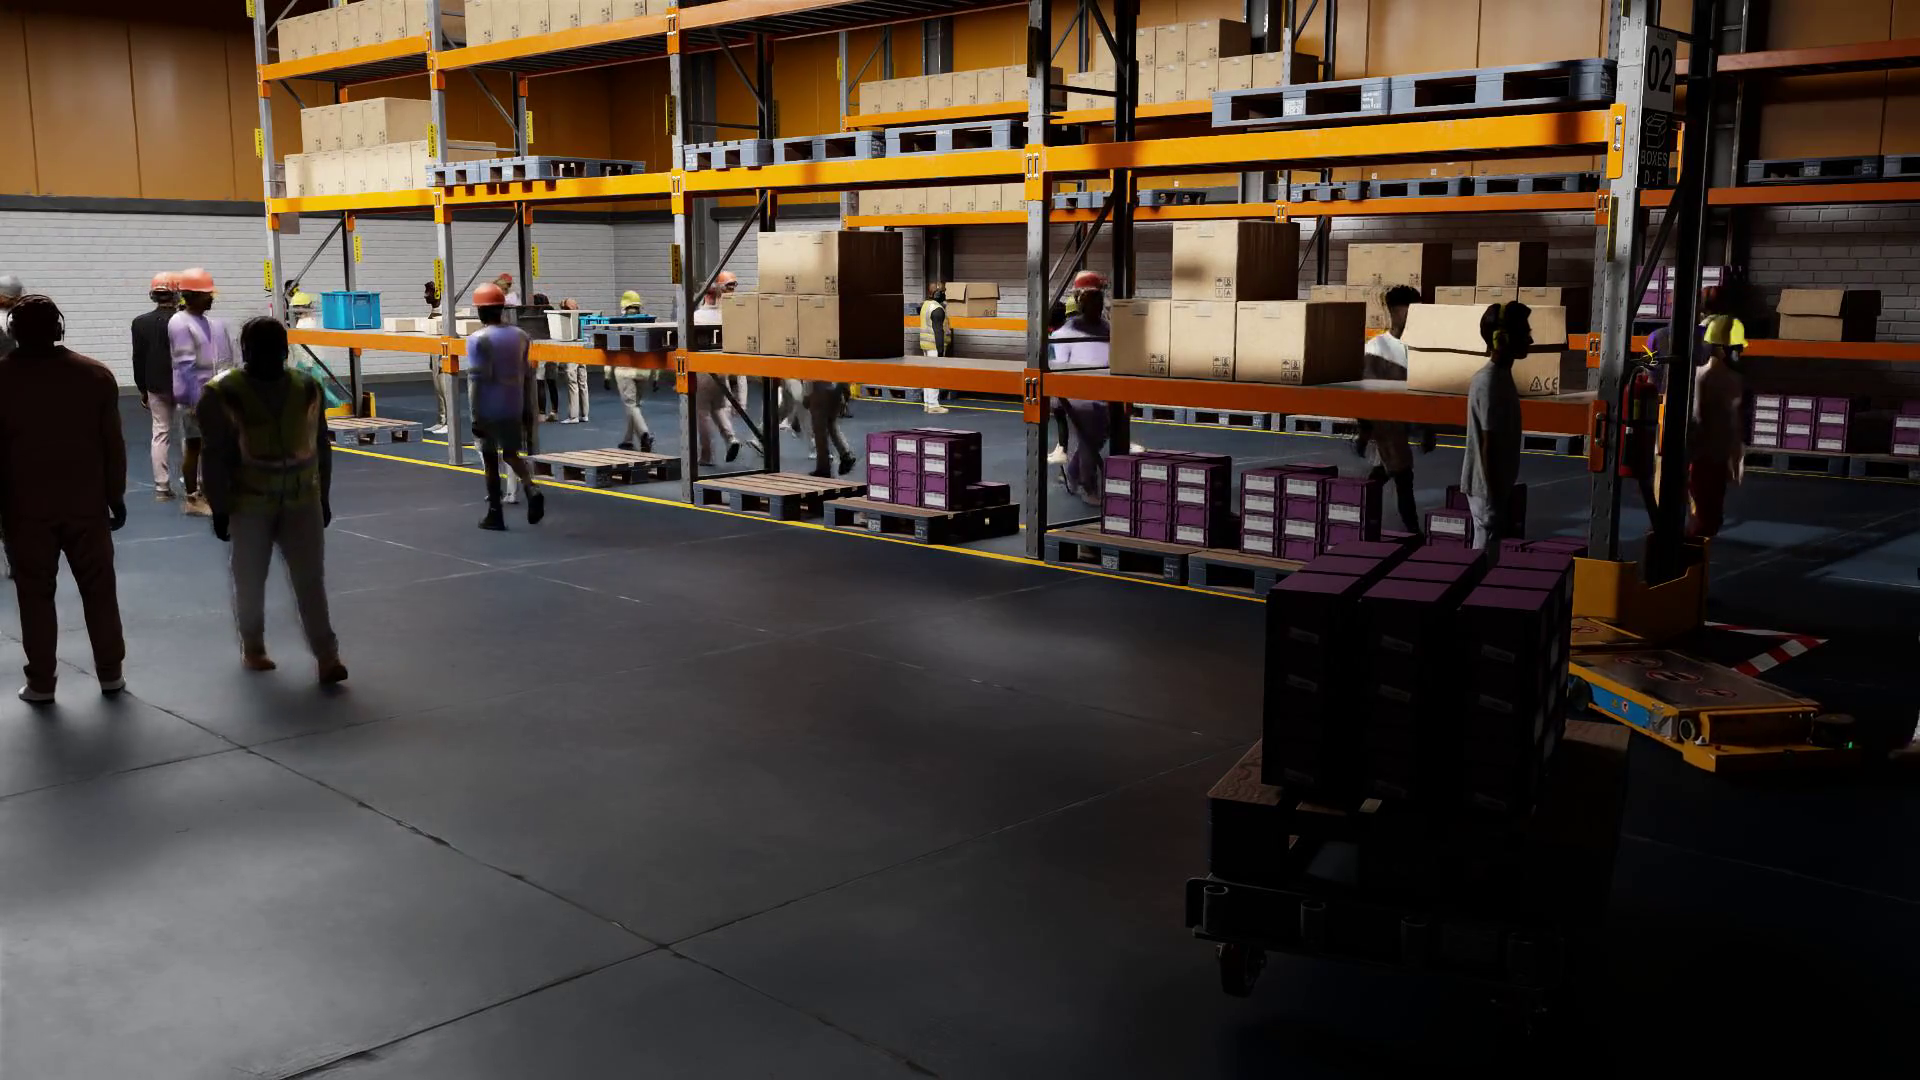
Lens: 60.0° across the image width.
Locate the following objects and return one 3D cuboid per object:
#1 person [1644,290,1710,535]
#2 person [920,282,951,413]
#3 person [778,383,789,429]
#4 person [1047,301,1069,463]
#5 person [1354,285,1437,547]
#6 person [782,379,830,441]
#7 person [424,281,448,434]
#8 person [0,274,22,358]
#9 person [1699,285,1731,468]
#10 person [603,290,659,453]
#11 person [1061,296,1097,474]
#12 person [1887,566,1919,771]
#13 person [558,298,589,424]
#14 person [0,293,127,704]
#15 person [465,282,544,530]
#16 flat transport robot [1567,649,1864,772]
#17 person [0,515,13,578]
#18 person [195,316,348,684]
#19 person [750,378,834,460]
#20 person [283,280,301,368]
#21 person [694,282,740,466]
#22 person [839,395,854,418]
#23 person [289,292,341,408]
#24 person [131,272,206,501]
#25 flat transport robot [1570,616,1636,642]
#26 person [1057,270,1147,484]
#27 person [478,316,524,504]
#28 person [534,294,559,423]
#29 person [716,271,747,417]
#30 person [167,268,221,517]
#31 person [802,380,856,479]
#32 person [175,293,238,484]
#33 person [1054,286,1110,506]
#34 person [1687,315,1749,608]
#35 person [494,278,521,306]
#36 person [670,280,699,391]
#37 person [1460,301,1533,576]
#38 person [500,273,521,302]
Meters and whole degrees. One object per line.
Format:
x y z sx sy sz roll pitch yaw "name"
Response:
5.431 -0.982 12.559 0.551 1.932 0.378 2 9 10 "person"
-0.338 -2.692 23.374 0.430 1.836 0.618 -3 10 -18 "person"
-2.327 -2.334 21.164 0.579 1.842 0.966 -5 10 -27 "person"
1.015 -1.647 17.361 0.315 1.696 0.541 1 9 3 "person"
3.040 -0.817 11.617 0.620 1.916 0.997 -8 12 -42 "person"
-1.854 -2.100 19.610 0.992 1.863 0.625 8 12 41 "person"
-6.432 -2.240 20.471 0.328 1.872 0.510 -6 11 -33 "person"
-7.801 -1.200 13.568 0.727 2.000 0.811 -8 12 -39 "person"
7.350 -1.546 16.233 0.618 1.866 0.582 9 13 43 "person"
-3.570 -1.836 18.244 0.589 1.797 0.894 -8 12 -40 "person"
1.177 -1.520 16.401 0.331 1.760 0.522 6 11 33 "person"
4.045 0.078 6.510 0.623 1.806 0.638 -4 10 -24 "person"
-5.058 -2.335 21.754 0.310 1.640 0.514 4 10 22 "person"
-4.248 -0.191 7.791 0.636 1.909 0.406 -7 12 -37 "person"
-3.503 -1.008 12.753 0.593 1.924 0.569 8 12 41 "person"
3.178 0.708 7.282 0.652 0.197 1.431 -2 9 -9 "flat transport robot"
-6.442 -0.545 10.879 0.800 1.605 0.512 6 11 34 "person"
-3.368 -0.191 8.153 0.654 1.788 0.974 -7 12 -38 "person"
-1.831 -1.778 17.663 0.967 1.860 0.625 3 10 20 "person"
-11.023 -3.317 27.158 0.740 1.844 0.535 2 10 15 "person"
-2.580 -1.692 17.051 0.447 1.890 0.646 8 13 42 "person"
-1.758 -2.626 22.710 0.552 1.919 0.807 -7 12 -38 "person"
-8.226 -2.278 21.124 0.843 1.736 0.529 -6 11 -34 "person"
-6.859 -1.330 14.507 0.622 1.992 0.387 0 9 -2 "person"
2.735 0.551 8.245 1.431 0.197 0.652 -2 9 -11 "flat transport robot"
1.333 -1.506 15.545 0.757 2.012 0.619 1 9 4 "person"
-3.957 -1.111 14.303 0.538 1.618 0.405 -7 11 -36 "person"
-5.483 -2.378 21.836 0.318 1.700 0.535 5 11 28 "person"
-3.148 -2.681 22.789 0.375 1.996 0.611 9 13 43 "person"
-6.092 -1.181 13.489 0.608 2.023 0.624 1 9 4 "person"
-1.277 -1.467 15.872 0.425 1.815 0.608 8 12 39 "person"
-6.862 -1.367 15.095 0.852 1.871 0.666 1 9 6 "person"
1.087 -1.261 14.451 0.640 1.880 0.825 -6 11 -32 "person"
4.454 -0.451 9.855 0.542 1.741 0.391 -6 11 -32 "person"
-6.600 -2.825 24.017 0.648 1.890 1.014 -9 13 -43 "person"
-4.506 -3.467 27.882 0.640 1.908 0.858 6 11 34 "person"
2.566 -0.203 7.973 0.326 1.874 0.519 3 10 16 "person"
-8.214 -3.866 30.228 0.361 1.940 0.543 8 12 39 "person"
